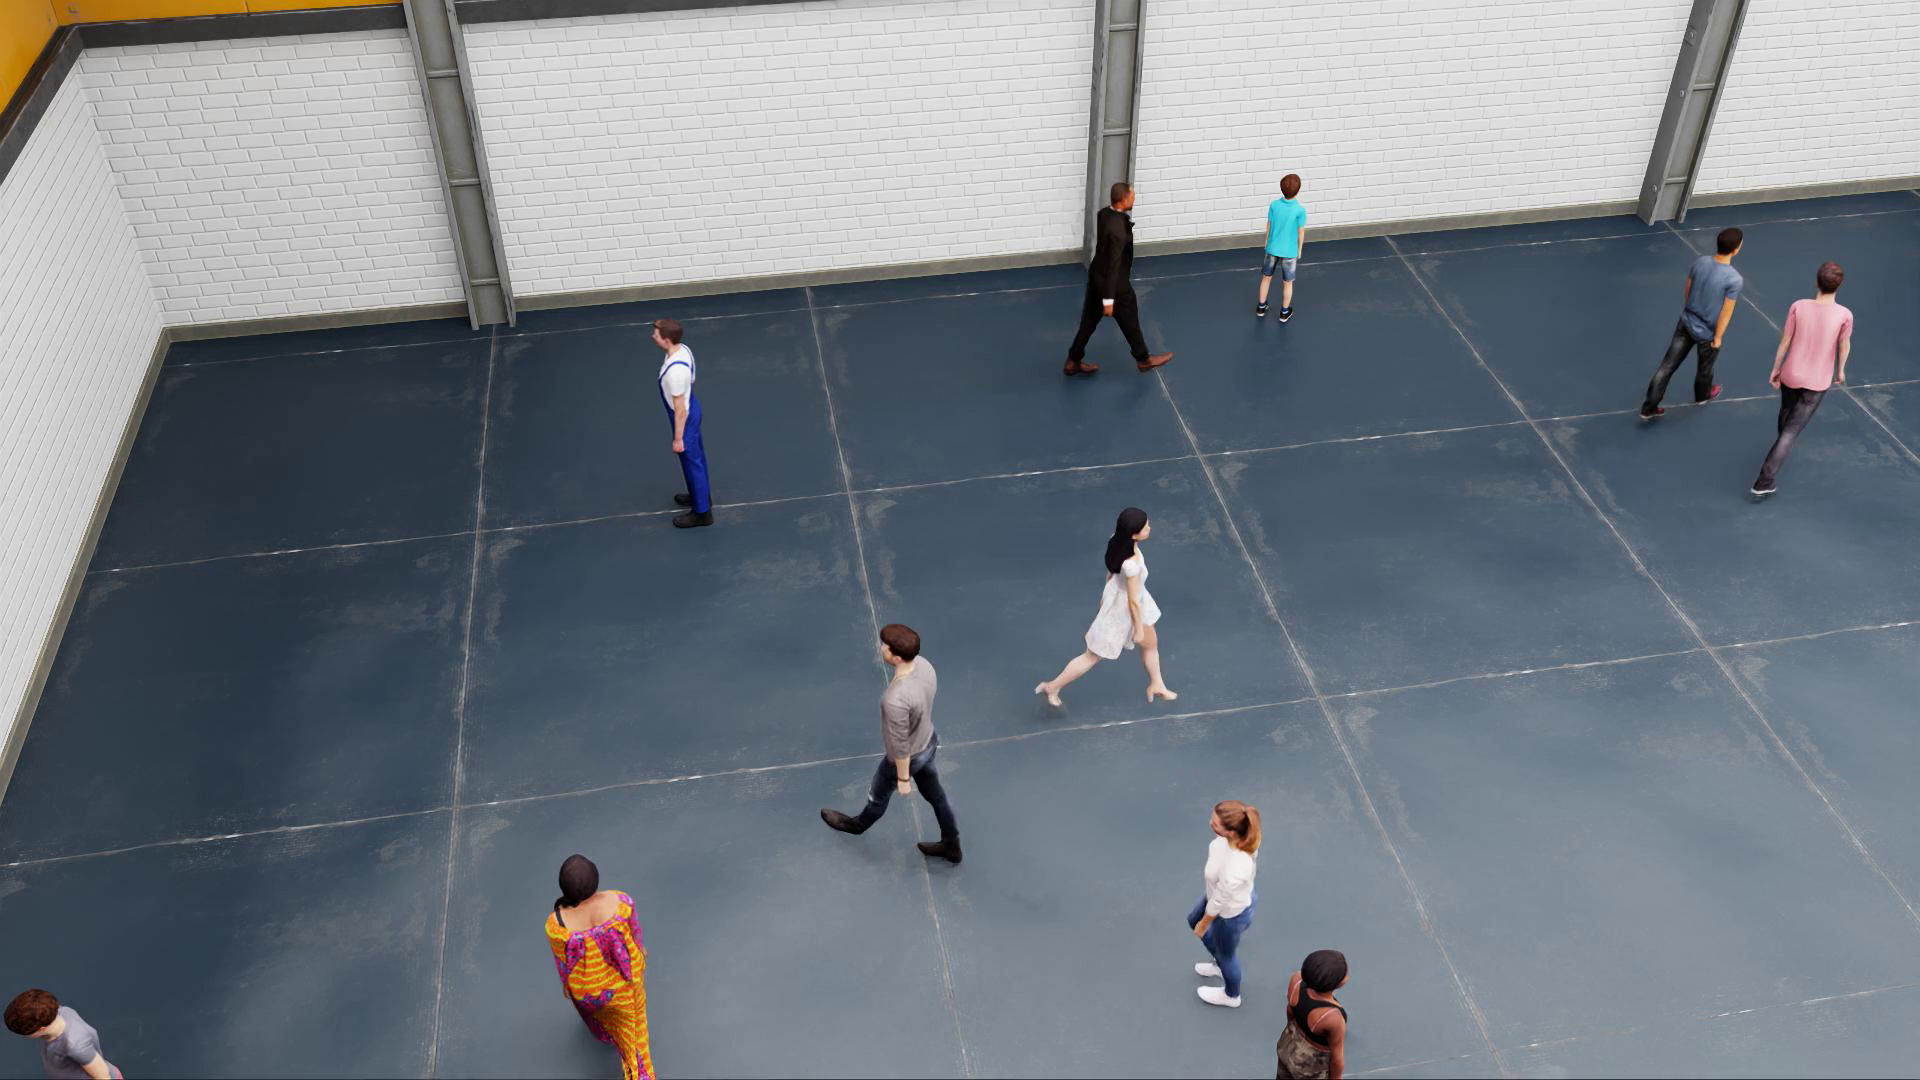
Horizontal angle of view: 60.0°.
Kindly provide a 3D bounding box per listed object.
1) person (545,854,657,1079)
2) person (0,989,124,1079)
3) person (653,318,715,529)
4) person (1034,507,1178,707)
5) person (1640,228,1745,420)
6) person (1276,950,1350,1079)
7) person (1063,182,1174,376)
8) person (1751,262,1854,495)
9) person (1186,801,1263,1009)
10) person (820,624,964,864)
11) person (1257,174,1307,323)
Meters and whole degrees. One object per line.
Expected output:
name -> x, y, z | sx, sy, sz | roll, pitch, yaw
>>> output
person -> -1.932, 2.345, 8.992 | 1.113, 1.653, 0.866 | -13, 41, -16
person -> -4.392, 2.785, 8.444 | 0.677, 1.649, 0.734 | 24, 44, 27
person -> -2.139, -0.925, 12.929 | 0.623, 1.849, 0.658 | 0, 39, 0
person -> 0.987, 0.542, 11.198 | 1.258, 1.718, 0.667 | -2, 39, -3
person -> 6.191, -1.777, 14.064 | 1.247, 1.764, 0.965 | -21, 43, -24
person -> 1.781, 2.671, 8.545 | 0.625, 1.701, 0.634 | -18, 42, -21
person -> 1.211, -2.218, 14.538 | 1.214, 1.862, 0.777 | -8, 39, -10
person -> 6.697, -1.224, 13.265 | 1.193, 1.897, 1.329 | 29, 47, 31
person -> 1.587, 2.072, 9.284 | 0.738, 1.715, 0.718 | 10, 40, 12
person -> -0.224, 1.307, 10.122 | 1.300, 1.864, 1.130 | 15, 41, 18
person -> 3.008, -2.737, 15.520 | 0.567, 1.447, 0.648 | 18, 42, 21
